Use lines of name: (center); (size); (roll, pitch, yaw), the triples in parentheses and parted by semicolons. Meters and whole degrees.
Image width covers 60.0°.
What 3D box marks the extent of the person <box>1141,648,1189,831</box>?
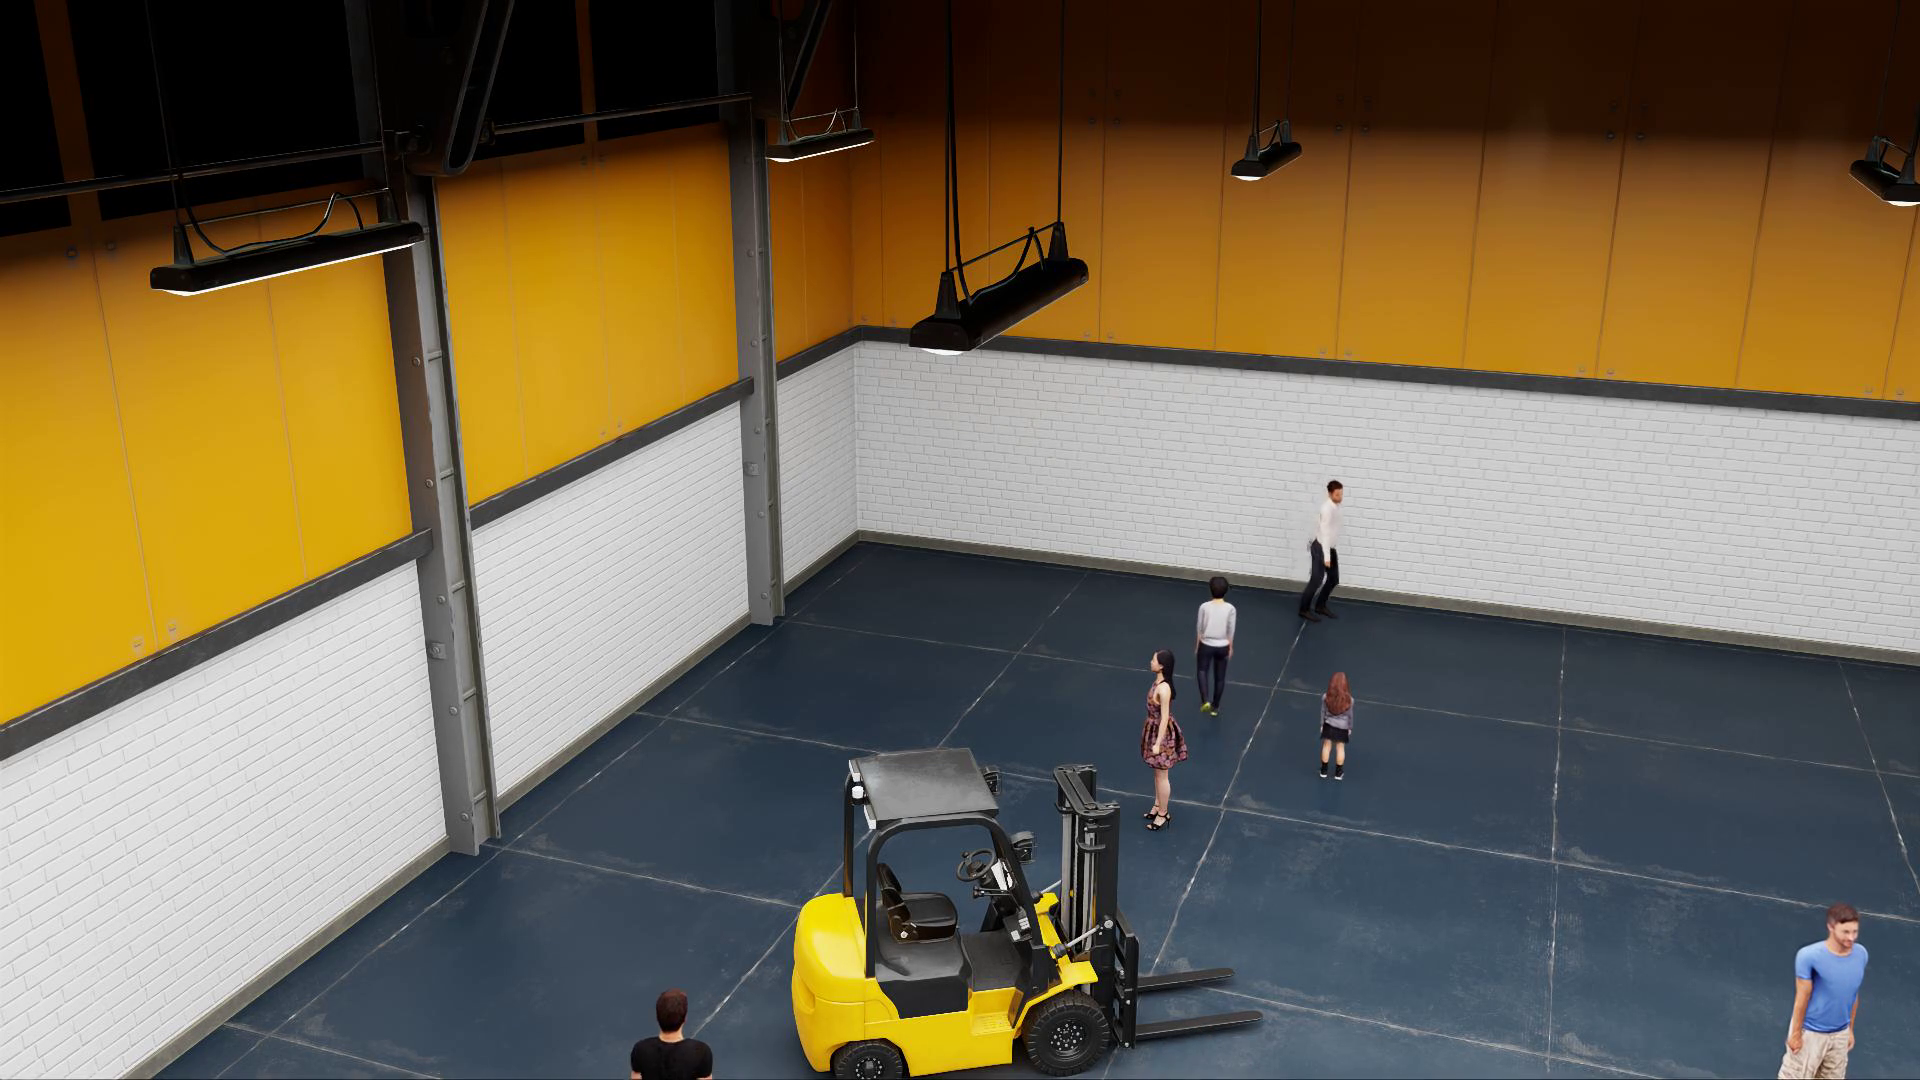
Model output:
person: (1.829, 1.814, 15.247); (0.810, 1.774, 0.711); (1, 19, 2)

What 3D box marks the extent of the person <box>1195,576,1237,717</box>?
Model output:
person: (2.687, 1.152, 17.573); (0.637, 1.544, 0.690); (1, 19, 4)

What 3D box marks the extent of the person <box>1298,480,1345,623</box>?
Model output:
person: (4.358, 0.125, 20.164); (0.822, 1.838, 0.741); (8, 20, 22)

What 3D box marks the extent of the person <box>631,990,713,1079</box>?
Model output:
person: (-1.735, 3.563, 9.946); (0.921, 1.843, 1.120); (-1, 19, -2)

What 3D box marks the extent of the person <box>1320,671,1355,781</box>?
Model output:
person: (3.686, 1.805, 16.319); (0.477, 1.107, 0.456); (5, 19, 14)

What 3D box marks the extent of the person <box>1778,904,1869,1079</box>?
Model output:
person: (5.669, 3.211, 10.962); (0.730, 1.862, 0.723); (-3, 19, -8)
